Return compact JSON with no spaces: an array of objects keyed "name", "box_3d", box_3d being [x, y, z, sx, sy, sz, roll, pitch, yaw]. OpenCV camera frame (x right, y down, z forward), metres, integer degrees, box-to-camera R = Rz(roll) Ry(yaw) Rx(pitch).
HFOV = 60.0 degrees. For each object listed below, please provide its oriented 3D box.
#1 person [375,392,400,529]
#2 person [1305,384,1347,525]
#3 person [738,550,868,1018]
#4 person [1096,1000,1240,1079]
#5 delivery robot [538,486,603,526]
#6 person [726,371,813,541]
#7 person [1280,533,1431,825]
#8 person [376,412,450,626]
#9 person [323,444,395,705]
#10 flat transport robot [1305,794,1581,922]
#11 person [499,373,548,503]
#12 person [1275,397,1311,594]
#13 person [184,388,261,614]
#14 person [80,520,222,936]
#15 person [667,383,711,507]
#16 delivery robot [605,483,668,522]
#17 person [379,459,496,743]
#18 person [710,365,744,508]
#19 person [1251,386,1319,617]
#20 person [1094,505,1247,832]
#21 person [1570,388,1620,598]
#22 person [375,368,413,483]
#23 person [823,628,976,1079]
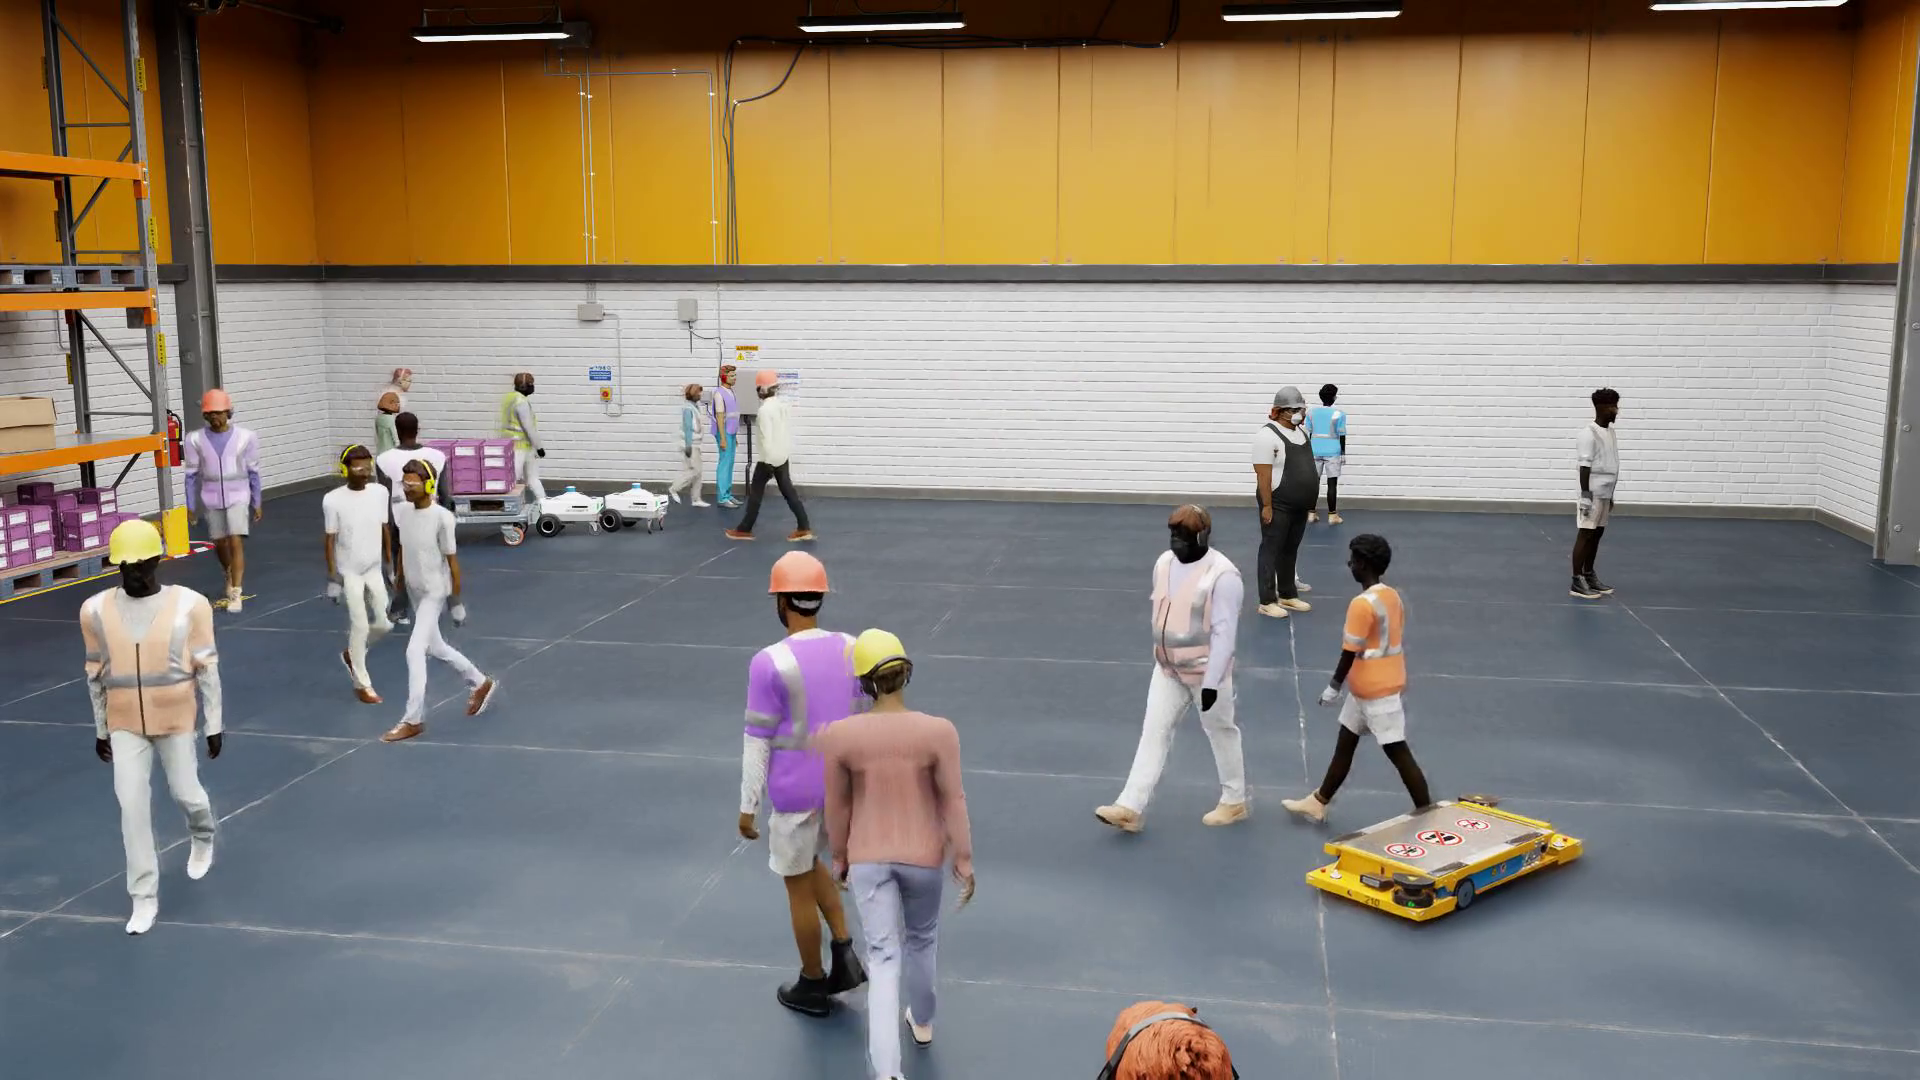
[{"name":"person","box_3d":[-6.736,-0.939,19.684,0.494,1.624,0.279,8,12,42]},{"name":"person","box_3d":[4.407,-1.034,20.044,0.539,1.695,0.319,7,11,37]},{"name":"person","box_3d":[-0.643,1.000,6.757,0.418,1.911,0.555,9,13,43]},{"name":"person","box_3d":[0.326,1.664,2.733,0.574,1.883,0.356,-3,10,-20]},{"name":"delivery robot","box_3d":[-4.484,-0.375,19.203,0.707,0.478,0.477,-1,9,-4]},{"name":"person","box_3d":[-2.116,-0.936,18.717,1.055,1.940,0.630,3,10,20]},{"name":"person","box_3d":[2.202,0.785,8.921,0.890,1.638,0.527,4,10,25]},{"name":"person","box_3d":[-4.604,-0.149,14.055,0.613,1.860,1.027,-5,10,-28]},{"name":"person","box_3d":[-4.253,0.229,11.754,0.480,1.845,0.527,7,12,38]},{"name":"flat transport robot","box_3d":[2.442,1.564,8.338,1.431,0.197,0.652,-8,12,-40]},{"name":"person","box_3d":[-5.312,-1.155,20.478,0.925,1.796,0.639,-4,10,-24]},{"name":"person","box_3d":[3.123,-0.423,15.686,0.355,1.883,0.575,8,12,40]},{"name":"person","box_3d":[-6.670,-0.387,15.103,0.619,2.013,0.951,-3,10,-15]},{"name":"person","box_3d":[-3.823,0.821,7.935,0.594,1.900,0.886,-2,9,-11]},{"name":"person","box_3d":[-3.485,-1.208,21.336,0.447,1.622,0.569,0,9,2]},{"name":"delivery robot","box_3d":[-3.788,-0.422,19.494,0.707,0.478,0.477,3,9,15]},{"name":"person","box_3d":[-3.470,0.356,11.013,0.514,1.840,0.924,7,12,38]},{"name":"person","box_3d":[-3.018,-1.336,21.457,0.382,1.845,0.571,1,9,6]},{"name":"person","box_3d":[2.916,-0.349,14.732,0.538,2.000,0.684,9,12,43]},{"name":"person","box_3d":[1.198,0.708,8.951,0.982,1.786,0.664,-7,11,-35]},{"name":"person","box_3d":[5.962,-0.446,15.567,0.362,1.963,0.613,8,12,42]},{"name":"person","box_3d":[-6.904,-1.203,20.604,0.921,1.847,0.764,-3,10,-19]},{"name":"person","box_3d":[-0.230,1.193,6.187,0.567,1.711,0.883,0,9,1]}]
